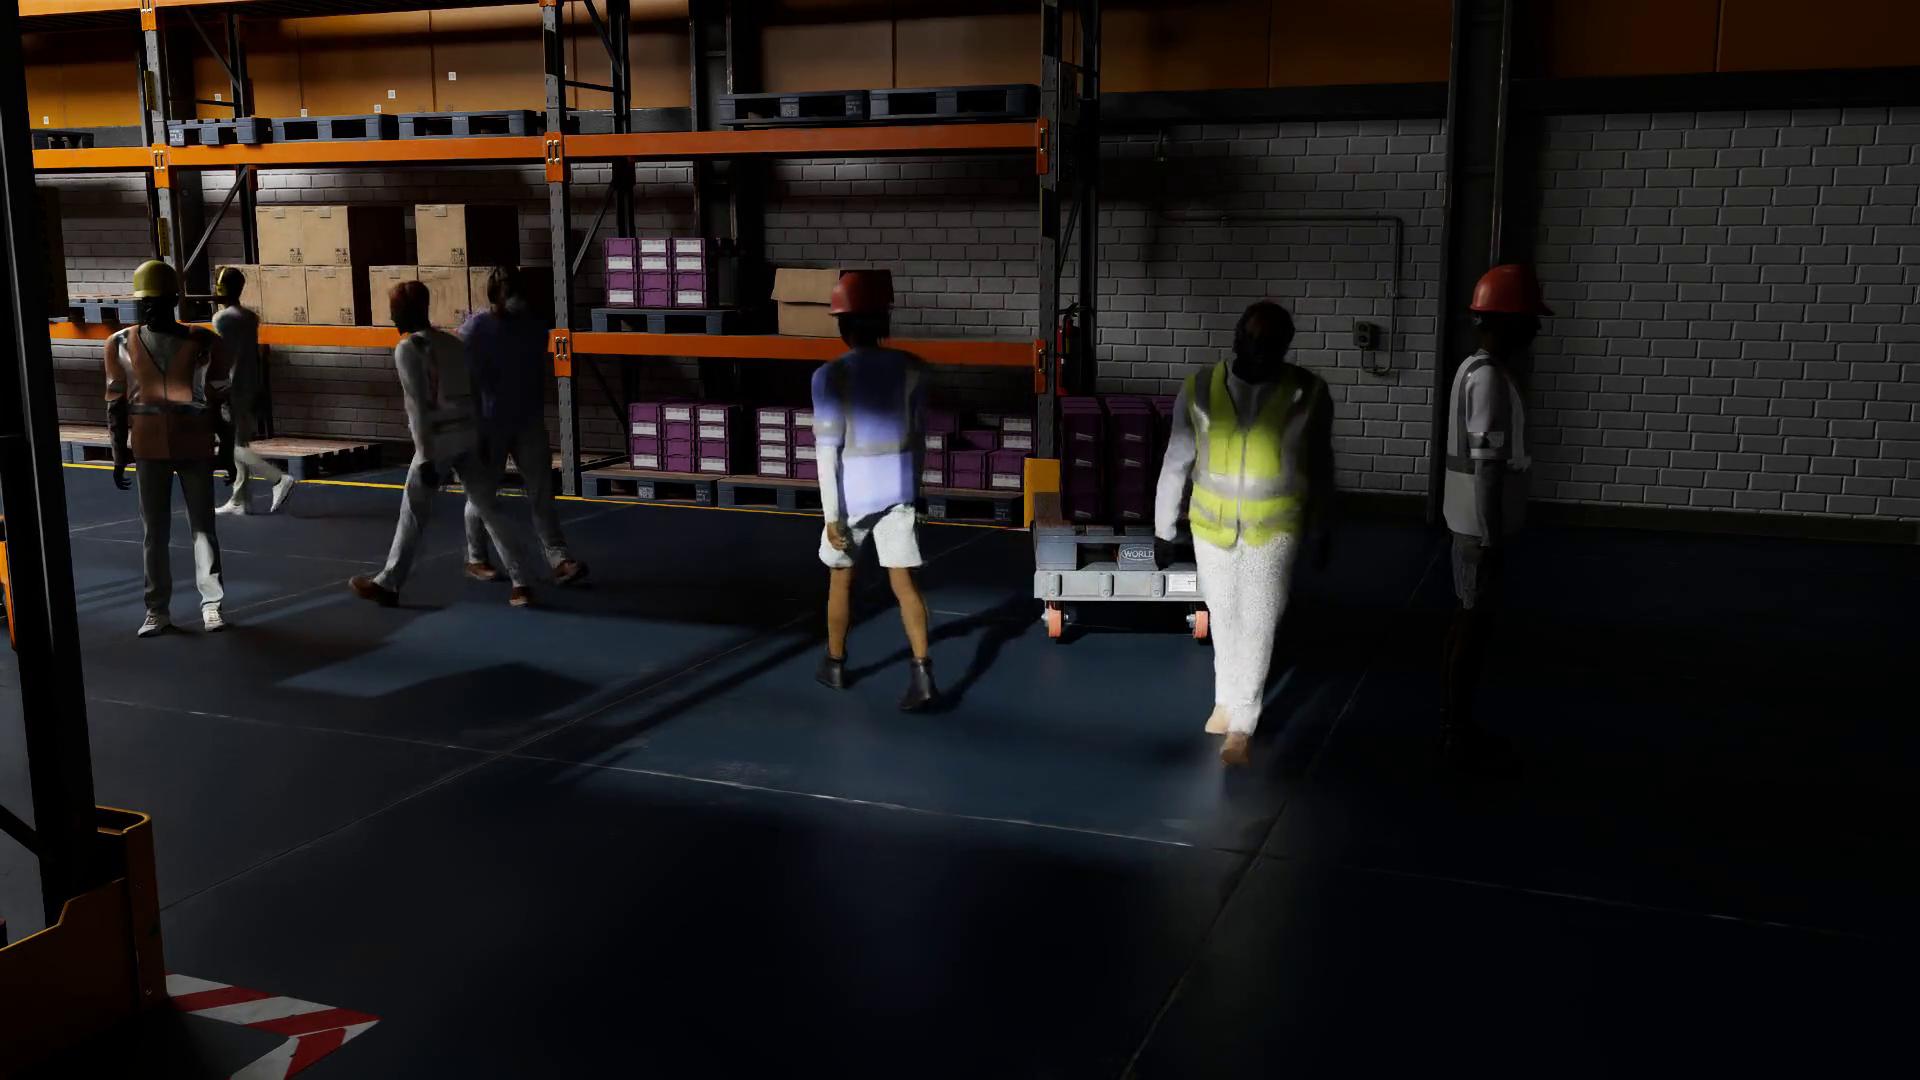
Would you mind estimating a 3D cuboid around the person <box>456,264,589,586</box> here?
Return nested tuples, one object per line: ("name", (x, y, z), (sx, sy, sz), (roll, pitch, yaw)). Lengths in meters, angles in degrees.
("person", (-2.597, -0.647, 9.696), (0.992, 1.885, 0.675), (9, 14, 41))

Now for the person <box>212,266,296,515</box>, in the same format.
("person", (-5.249, -1.076, 12.188), (0.633, 1.850, 0.535), (1, 10, 7))

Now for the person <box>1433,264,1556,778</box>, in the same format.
("person", (2.037, -0.075, 6.362), (0.364, 1.935, 0.553), (2, 10, 12))

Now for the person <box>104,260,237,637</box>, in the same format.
("person", (-4.047, -0.463, 8.555), (0.595, 1.925, 0.374), (-3, 11, -19))

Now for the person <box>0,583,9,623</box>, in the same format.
("person", (-5.286, -0.474, 8.735), (0.585, 1.883, 0.340), (9, 14, 42))

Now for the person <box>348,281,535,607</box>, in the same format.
("person", (-2.831, -0.505, 9.136), (1.063, 1.812, 0.651), (4, 11, 19))

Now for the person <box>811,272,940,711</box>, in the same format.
("person", (-0.379, -0.210, 7.233), (0.556, 1.904, 0.933), (-4, 11, -21))

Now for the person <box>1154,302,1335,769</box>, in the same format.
("person", (1.094, -0.024, 6.505), (0.664, 1.777, 0.975), (4, 11, 21))
